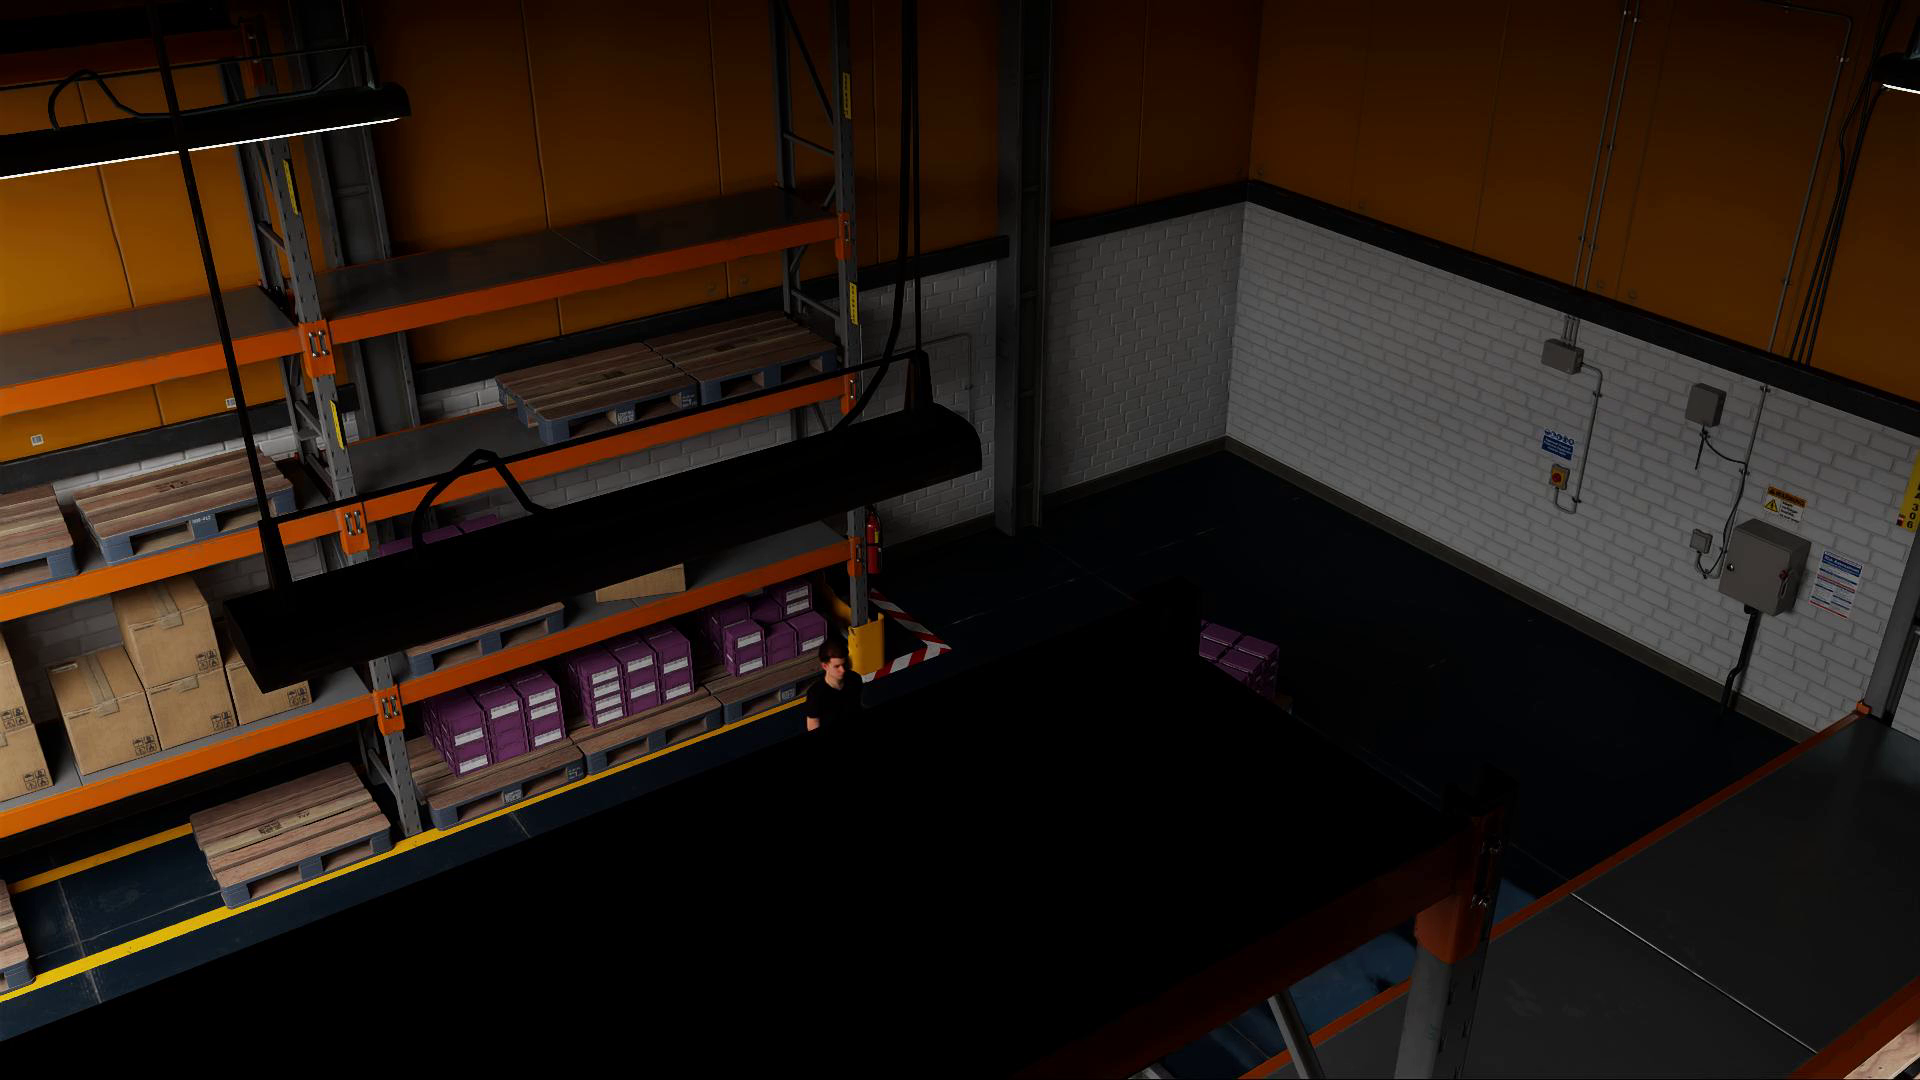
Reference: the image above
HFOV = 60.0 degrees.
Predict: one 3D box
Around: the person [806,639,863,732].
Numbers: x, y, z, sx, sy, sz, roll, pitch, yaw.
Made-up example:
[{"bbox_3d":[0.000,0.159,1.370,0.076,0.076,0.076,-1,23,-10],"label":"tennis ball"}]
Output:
[{"bbox_3d":[-0.878,1.511,11.918,0.771,1.861,0.584,25,37,38],"label":"person"}]
